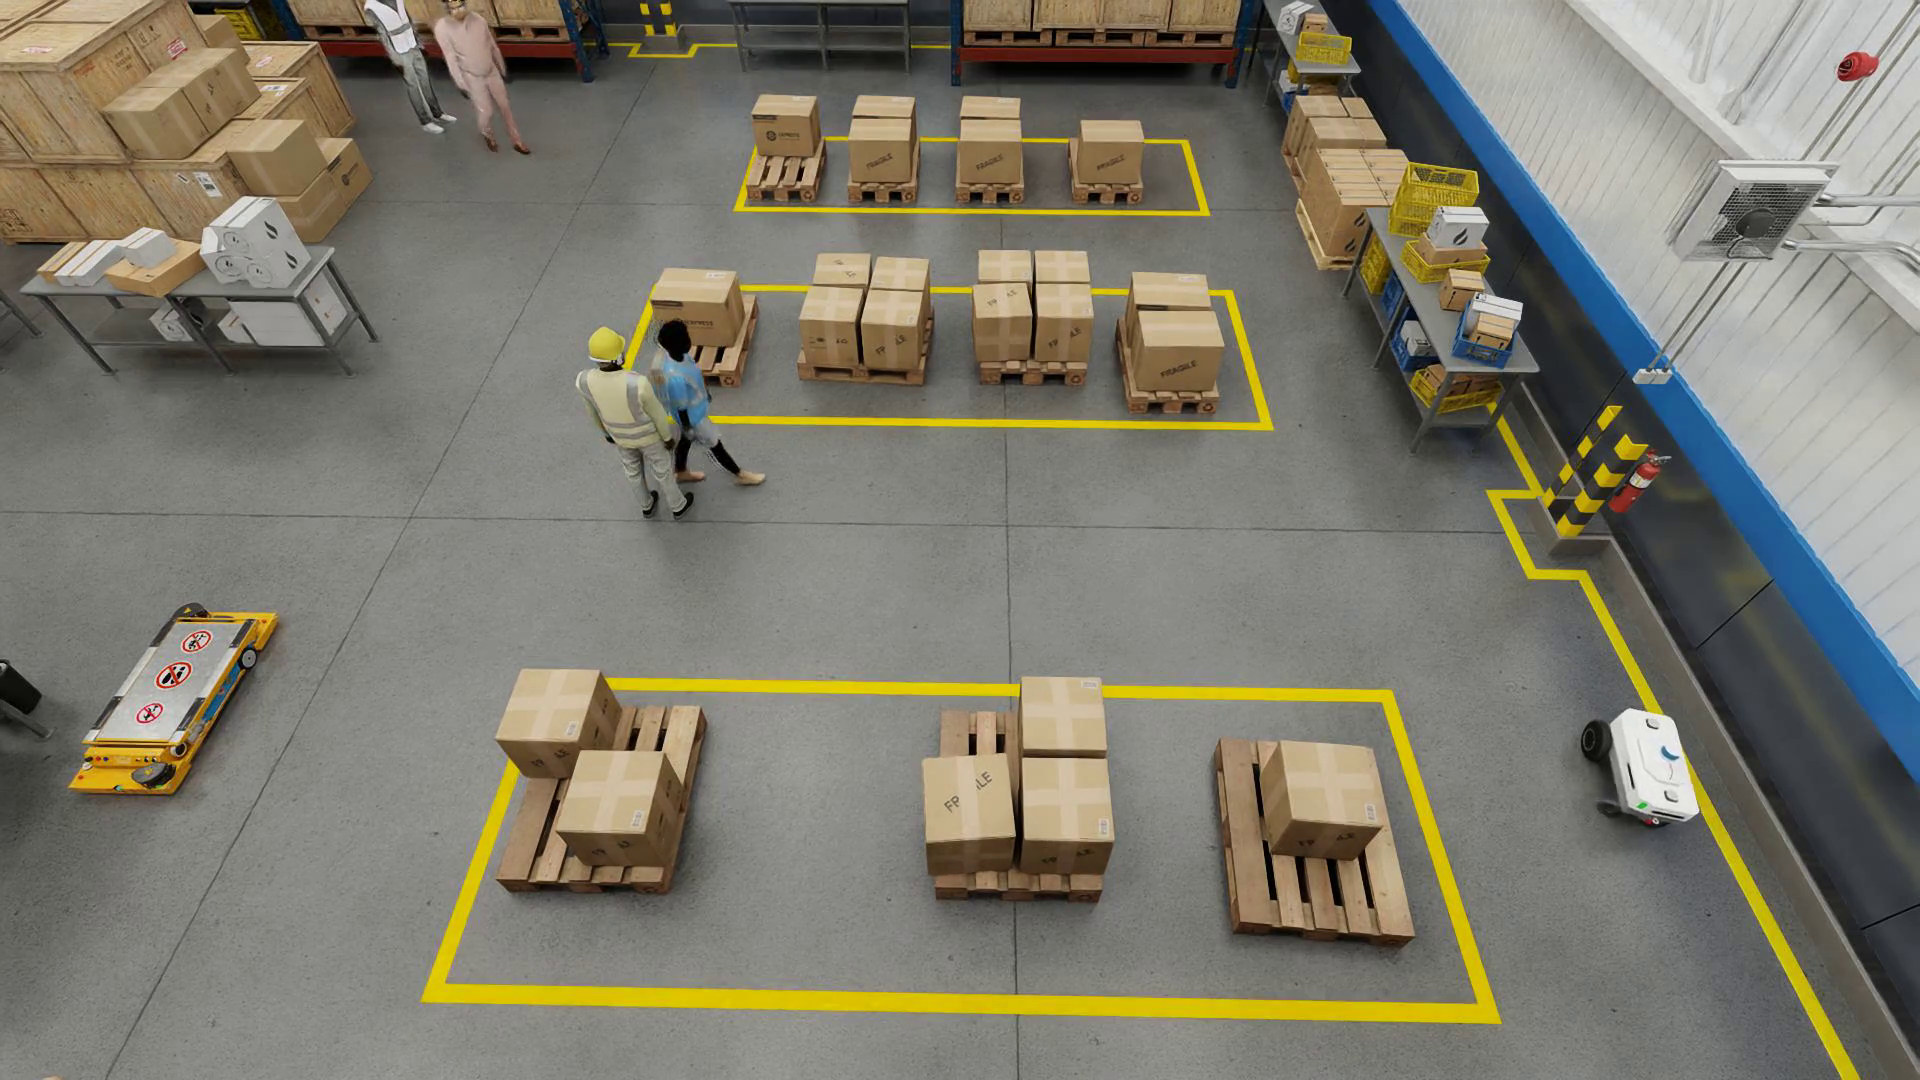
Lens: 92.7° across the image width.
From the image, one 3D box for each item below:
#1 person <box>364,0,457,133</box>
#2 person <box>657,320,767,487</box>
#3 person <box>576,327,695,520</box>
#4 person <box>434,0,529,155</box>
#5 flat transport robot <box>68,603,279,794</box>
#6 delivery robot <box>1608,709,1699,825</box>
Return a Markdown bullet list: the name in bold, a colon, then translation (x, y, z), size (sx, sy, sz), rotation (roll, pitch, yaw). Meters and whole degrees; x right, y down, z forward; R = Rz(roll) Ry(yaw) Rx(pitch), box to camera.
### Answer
- **person**: translation (-6.942, -6.114, 11.460), size (0.394, 1.911, 0.581), rotation (10, 50, 8)
- **person**: translation (-2.097, -1.052, 7.338), size (0.783, 1.654, 0.540), rotation (-10, 50, -8)
- **person**: translation (-2.492, -0.856, 7.056), size (0.588, 1.834, 0.403), rotation (5, 50, 5)
- **person**: translation (-5.741, -5.582, 11.016), size (0.427, 1.889, 0.669), rotation (34, 58, 25)
- **flat transport robot**: translation (-5.504, 1.072, 6.442), size (0.652, 0.197, 1.431), rotation (1, 50, 1)
- **delivery robot**: translation (4.438, 1.455, 5.874), size (0.477, 0.478, 0.707), rotation (11, 51, 9)
